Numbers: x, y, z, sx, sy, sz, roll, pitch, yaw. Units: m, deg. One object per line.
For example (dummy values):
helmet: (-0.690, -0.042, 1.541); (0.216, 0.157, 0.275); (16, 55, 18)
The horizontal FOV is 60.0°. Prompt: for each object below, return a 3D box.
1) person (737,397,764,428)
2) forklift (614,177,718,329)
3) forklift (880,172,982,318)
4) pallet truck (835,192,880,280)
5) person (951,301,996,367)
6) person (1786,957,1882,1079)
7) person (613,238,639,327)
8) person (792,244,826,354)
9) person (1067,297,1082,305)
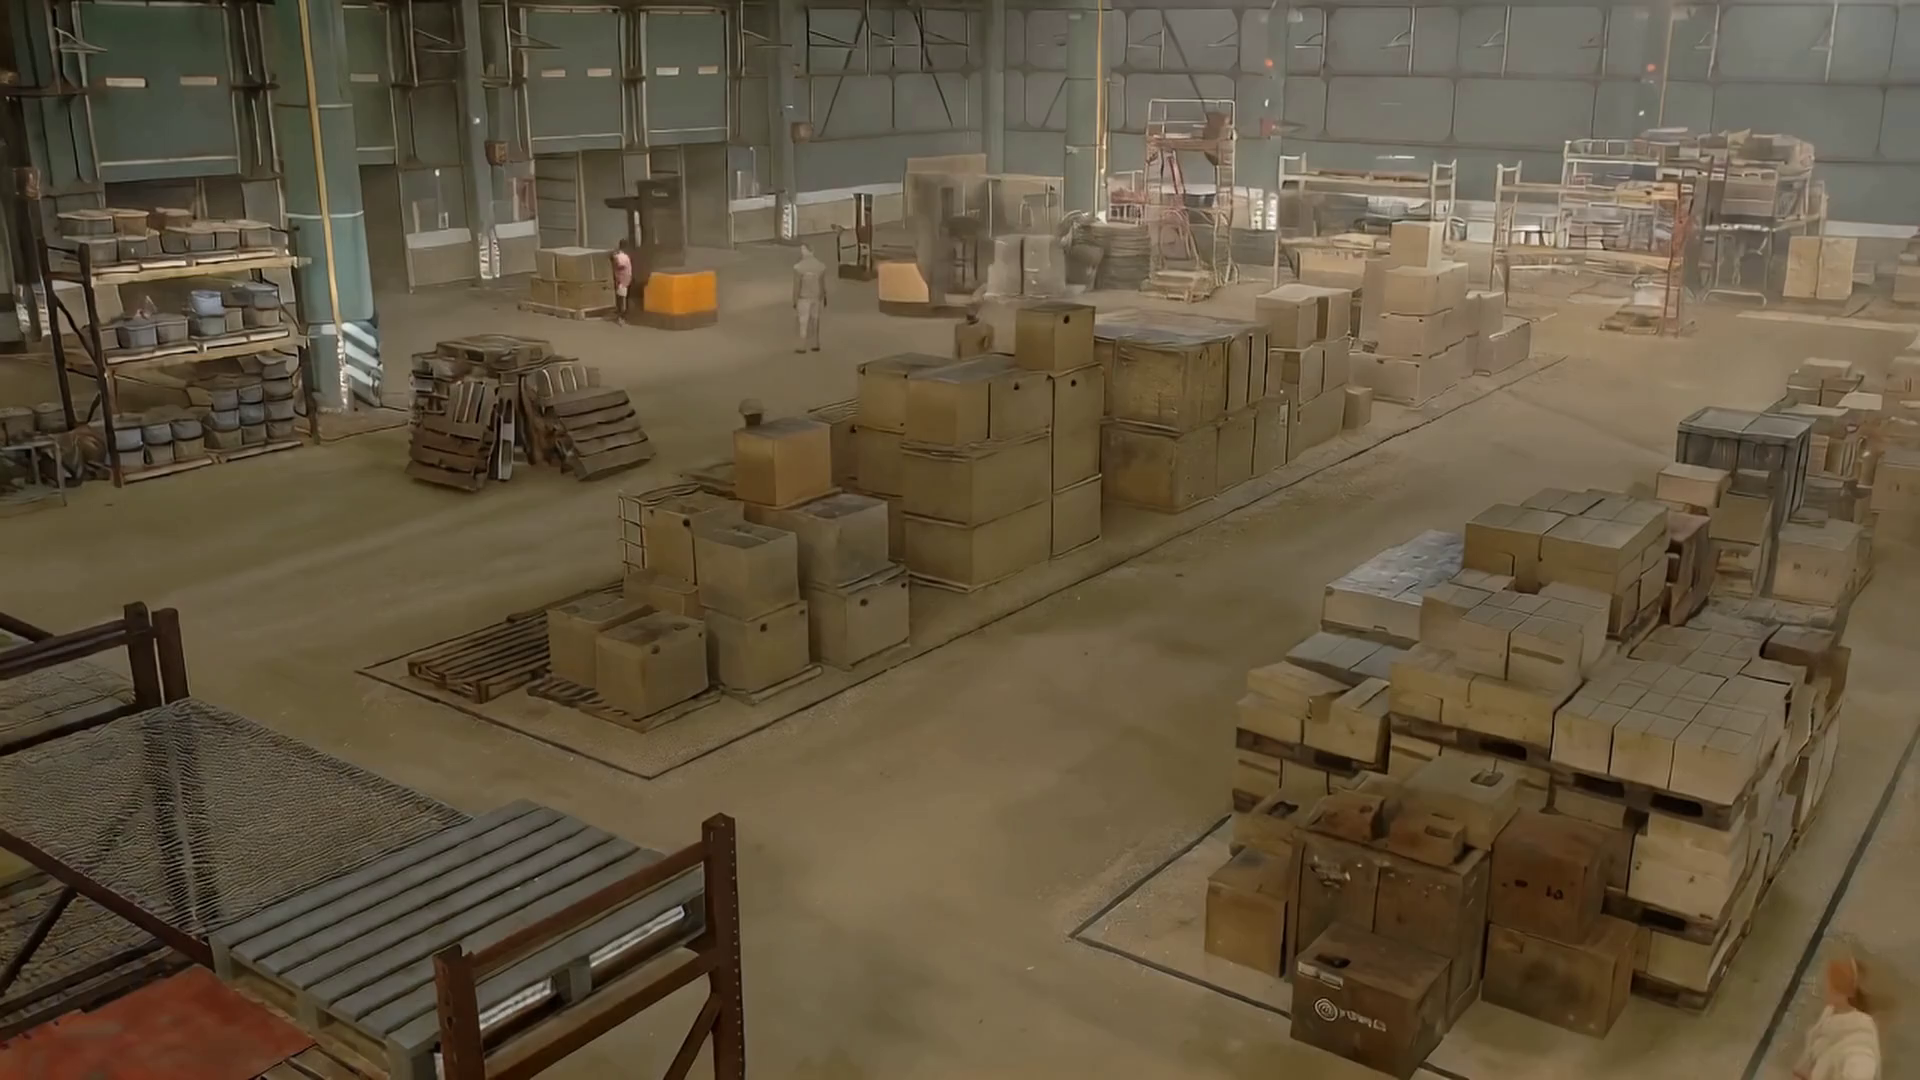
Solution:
person: (-2.179, -0.560, 17.315); (0.925, 1.884, 0.602); (11, 20, 33)
forklift: (-5.767, -5.625, 32.400); (1.873, 2.768, 1.129); (12, 21, 35)
forklift: (-0.599, -5.971, 33.546); (1.873, 2.768, 1.129); (5, 18, 16)
pallet truck: (-1.936, -7.159, 38.982); (1.885, 1.965, 0.823); (-12, 21, -34)
person: (0.171, -2.399, 23.349); (0.643, 1.917, 0.611); (9, 19, 28)
person: (3.807, 2.570, 7.432); (0.819, 1.599, 0.533); (6, 18, 20)
person: (-6.510, -5.028, 32.432); (0.318, 1.700, 0.537); (13, 21, 37)
person: (-2.673, -4.277, 29.566); (0.638, 1.929, 0.374); (-9, 19, -29)
person: (1.572, -2.493, 23.692); (0.553, 1.915, 0.875); (12, 21, 35)
